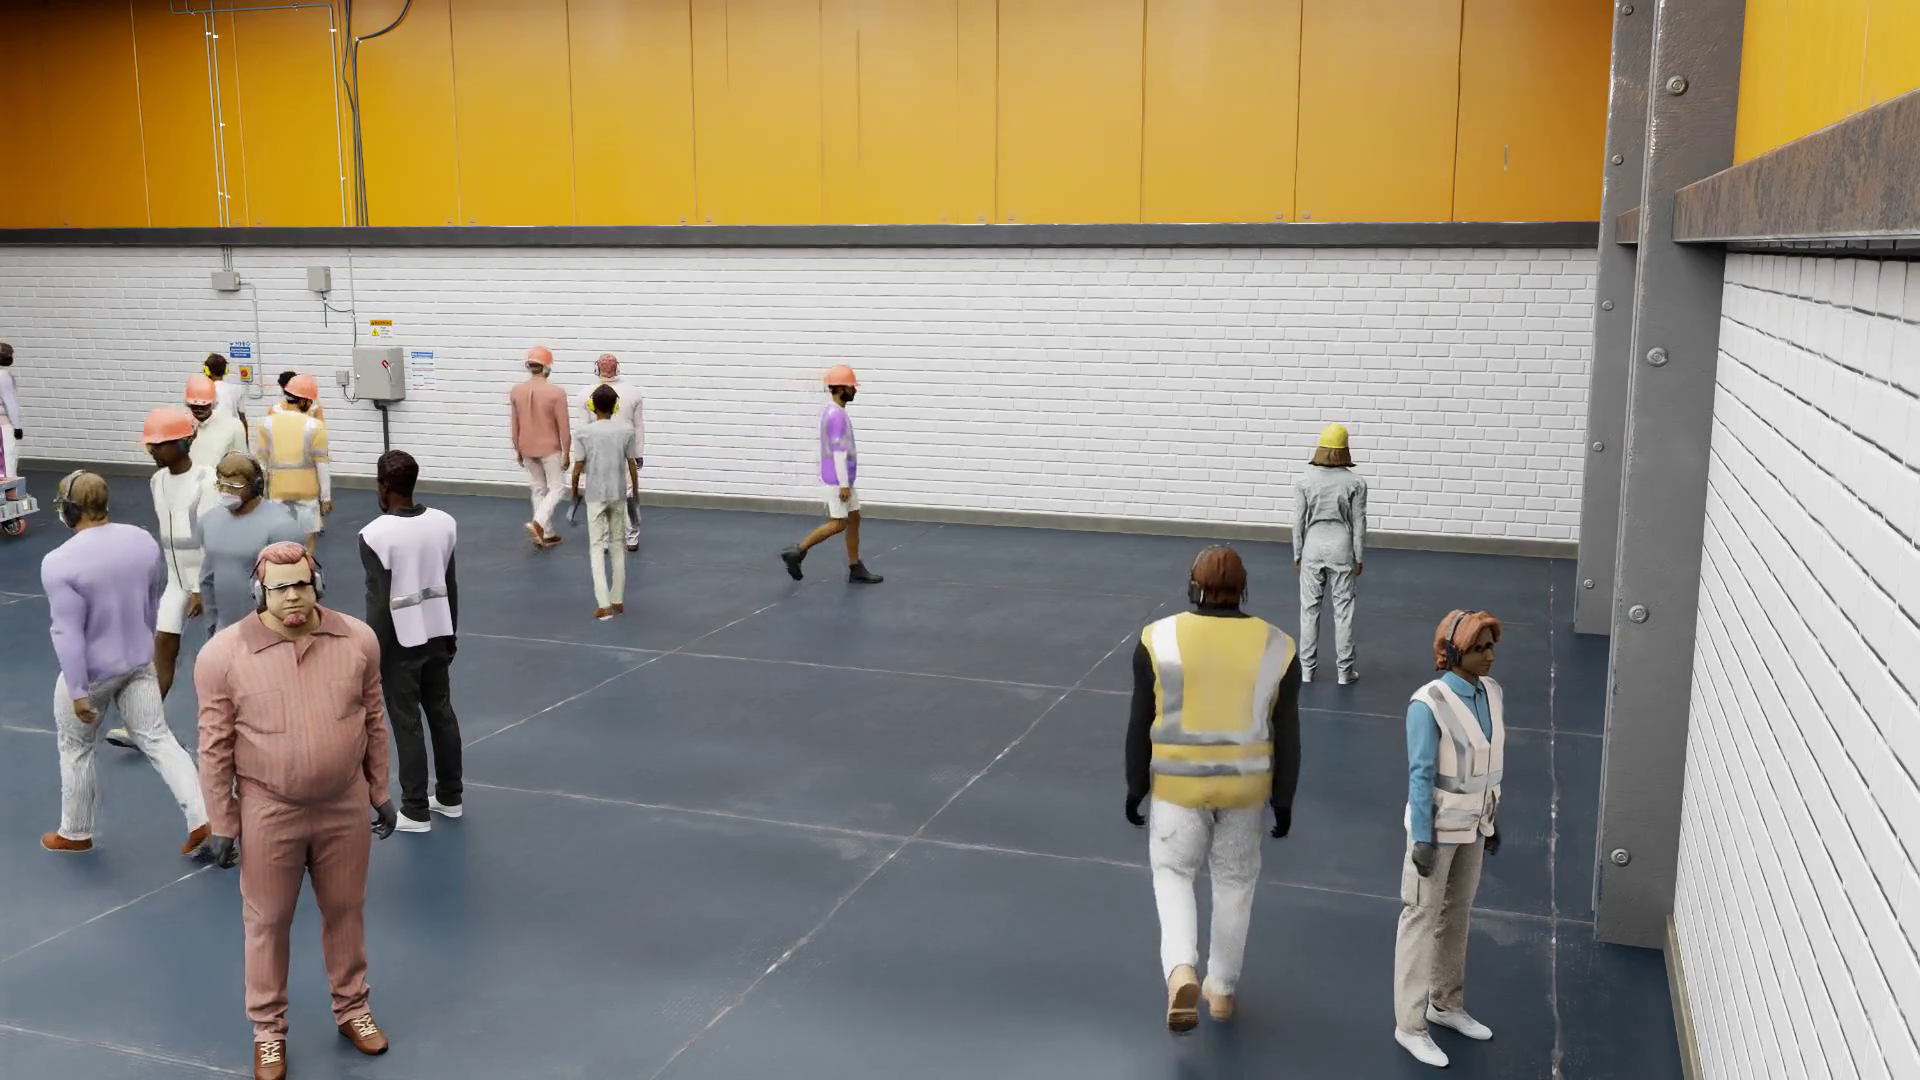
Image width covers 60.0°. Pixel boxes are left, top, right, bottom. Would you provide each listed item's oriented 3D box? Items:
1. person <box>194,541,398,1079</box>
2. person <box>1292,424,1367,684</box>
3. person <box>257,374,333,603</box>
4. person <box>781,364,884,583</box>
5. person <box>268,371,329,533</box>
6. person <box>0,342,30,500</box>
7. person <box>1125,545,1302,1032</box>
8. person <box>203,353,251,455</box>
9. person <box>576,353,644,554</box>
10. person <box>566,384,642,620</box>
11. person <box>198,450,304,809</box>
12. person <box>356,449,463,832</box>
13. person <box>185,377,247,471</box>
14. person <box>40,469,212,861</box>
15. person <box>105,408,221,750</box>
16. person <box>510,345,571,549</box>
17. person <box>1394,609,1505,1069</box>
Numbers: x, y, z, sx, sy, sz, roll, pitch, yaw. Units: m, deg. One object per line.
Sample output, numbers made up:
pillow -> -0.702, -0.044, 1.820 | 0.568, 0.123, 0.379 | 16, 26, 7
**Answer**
person -> -2.318, 0.944, 5.883 | 0.654, 1.906, 0.407 | -8, 13, -36
person -> 2.466, 0.094, 11.128 | 0.487, 1.744, 0.313 | 4, 11, 19
person -> -5.453, -0.392, 13.457 | 0.731, 1.885, 0.401 | -1, 10, -6
person -> -1.098, -0.550, 14.271 | 0.804, 1.918, 0.553 | 0, 10, -2
person -> -6.613, -0.851, 16.617 | 0.549, 1.669, 0.549 | -7, 12, -33
person -> -10.962, -1.336, 19.016 | 0.672, 1.819, 0.431 | 6, 12, 32
person -> 0.937, 0.943, 6.139 | 0.649, 1.820, 0.610 | 0, 10, 2
person -> -7.402, -0.932, 16.586 | 0.413, 1.861, 0.537 | 9, 13, 41
person -> -3.329, -0.822, 15.828 | 0.651, 1.906, 0.402 | -5, 11, -26
person -> -2.789, -0.292, 13.086 | 0.537, 1.846, 0.587 | -5, 11, -26
person -> -3.543, 0.484, 8.469 | 0.665, 1.916, 0.597 | 5, 11, 25
person -> -2.731, 0.505, 8.322 | 0.373, 1.916, 0.596 | 5, 11, 26
person -> -6.138, -0.415, 13.641 | 0.636, 1.891, 1.204 | -1, 10, -8
person -> -3.954, 0.611, 7.842 | 0.984, 1.900, 0.640 | 5, 11, 25
person -> -4.503, 0.227, 9.693 | 0.621, 1.983, 1.030 | 4, 11, 24
person -> -4.016, -0.871, 15.910 | 0.644, 1.976, 0.739 | 3, 11, 17
person -> 1.779, 1.053, 6.014 | 0.512, 1.642, 0.312 | -9, 13, -41
